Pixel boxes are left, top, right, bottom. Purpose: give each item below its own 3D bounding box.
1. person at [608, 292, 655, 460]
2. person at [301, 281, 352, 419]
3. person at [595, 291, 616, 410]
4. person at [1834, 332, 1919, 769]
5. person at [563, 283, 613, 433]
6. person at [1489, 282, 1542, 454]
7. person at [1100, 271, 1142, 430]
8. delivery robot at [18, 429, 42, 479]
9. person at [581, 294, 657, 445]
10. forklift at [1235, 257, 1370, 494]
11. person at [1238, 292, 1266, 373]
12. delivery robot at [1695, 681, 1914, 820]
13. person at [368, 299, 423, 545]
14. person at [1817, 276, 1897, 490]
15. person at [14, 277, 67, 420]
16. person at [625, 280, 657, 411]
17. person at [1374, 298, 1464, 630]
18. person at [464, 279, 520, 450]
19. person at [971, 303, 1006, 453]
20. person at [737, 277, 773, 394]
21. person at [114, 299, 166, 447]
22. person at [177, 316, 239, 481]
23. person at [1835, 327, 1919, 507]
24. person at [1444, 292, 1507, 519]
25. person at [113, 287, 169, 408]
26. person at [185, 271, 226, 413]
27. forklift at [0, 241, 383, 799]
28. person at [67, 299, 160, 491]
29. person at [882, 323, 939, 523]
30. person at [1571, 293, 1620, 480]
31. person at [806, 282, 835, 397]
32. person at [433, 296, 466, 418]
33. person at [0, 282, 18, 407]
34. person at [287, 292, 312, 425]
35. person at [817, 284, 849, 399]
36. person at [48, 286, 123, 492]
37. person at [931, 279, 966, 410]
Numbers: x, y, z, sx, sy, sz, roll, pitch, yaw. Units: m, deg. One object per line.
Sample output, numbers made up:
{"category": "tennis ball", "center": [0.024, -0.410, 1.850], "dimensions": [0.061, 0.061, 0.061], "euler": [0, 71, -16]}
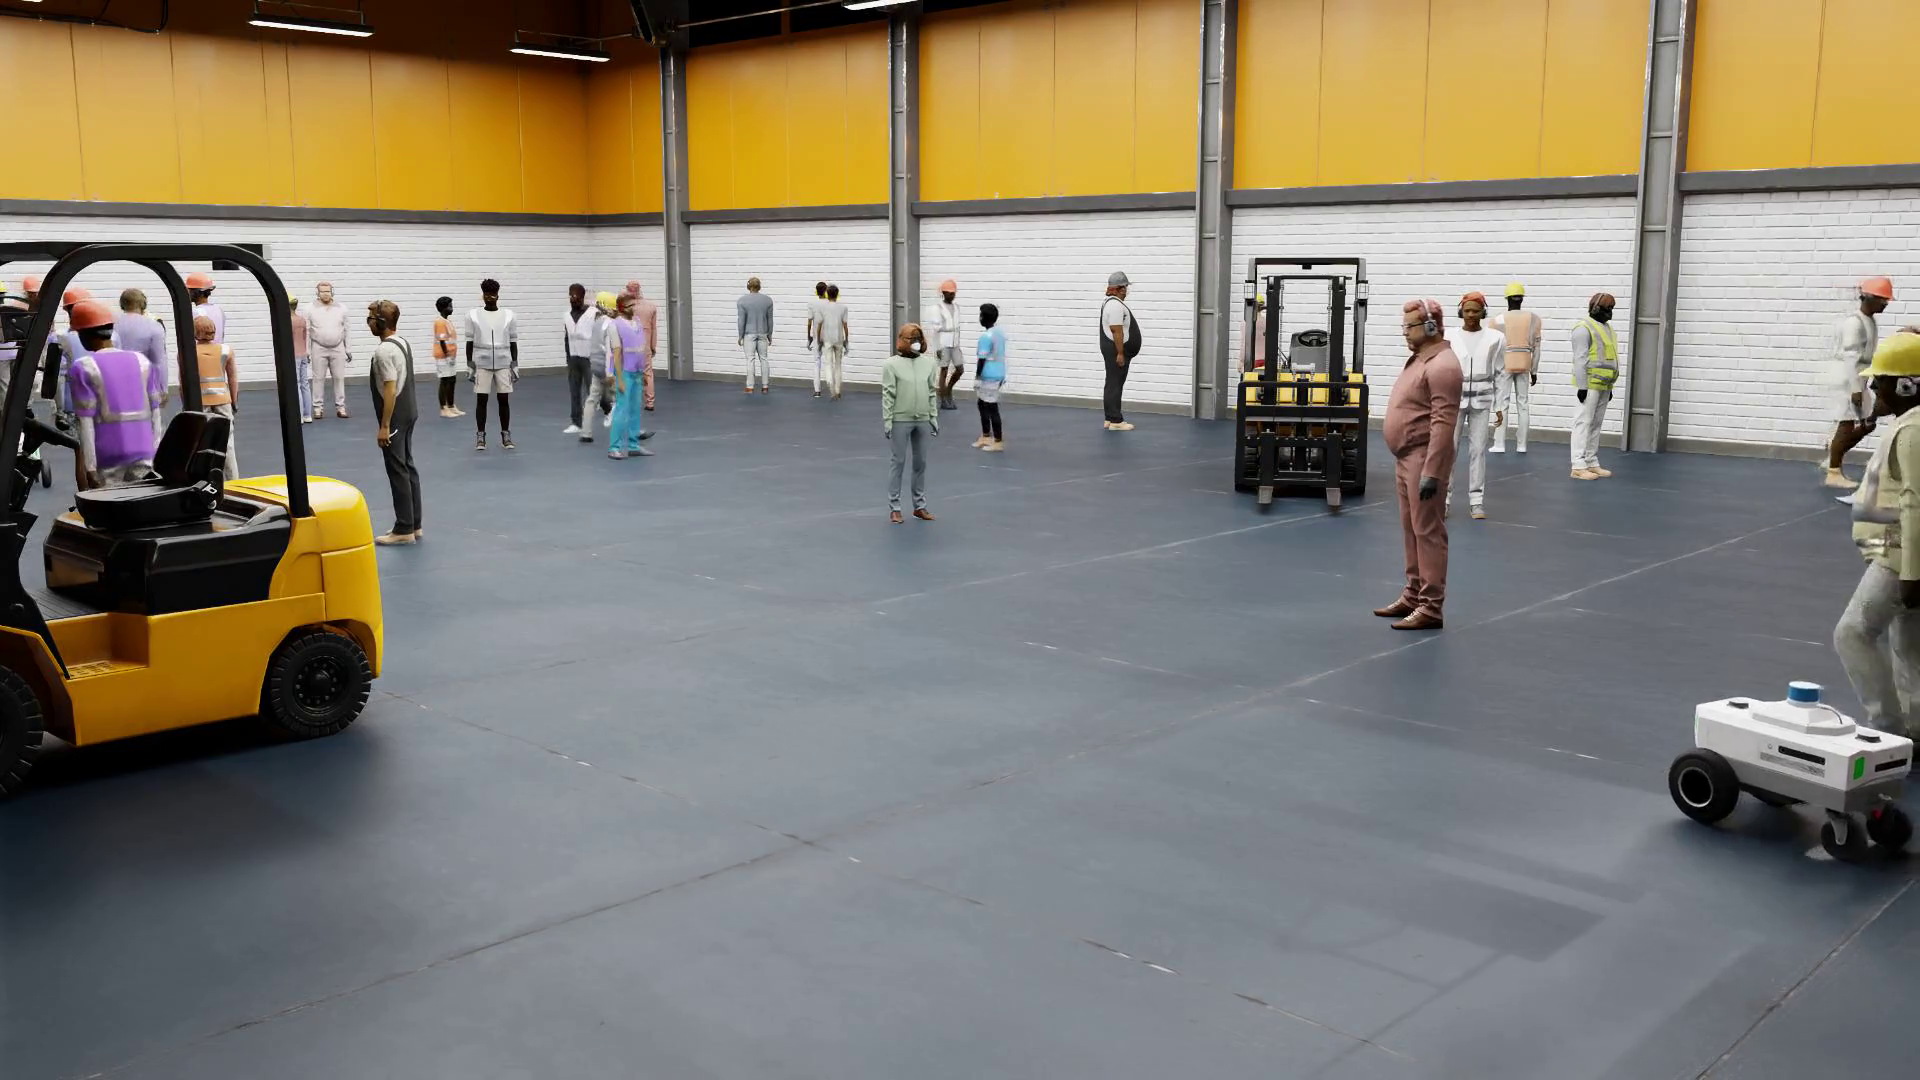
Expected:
{"category": "person", "center": [-3.652, -1.790, 18.187], "dimensions": [0.385, 1.817, 0.681], "euler": [3, 10, 19]}
{"category": "person", "center": [-8.745, -2.623, 23.011], "dimensions": [0.652, 1.904, 0.403], "euler": [-5, 11, -30]}
{"category": "person", "center": [-5.201, -2.764, 24.368], "dimensions": [0.487, 1.744, 0.313], "euler": [0, 9, -1]}
{"category": "person", "center": [3.856, 0.056, 6.861], "dimensions": [0.488, 1.811, 0.624], "euler": [7, 12, 36]}
{"category": "person", "center": [-4.756, -2.313, 21.142], "dimensions": [0.613, 1.895, 0.745], "euler": [4, 10, 25]}
{"category": "person", "center": [6.195, -1.923, 18.653], "dimensions": [0.587, 1.926, 0.366], "euler": [0, 9, 1]}
{"category": "person", "center": [2.078, -2.447, 21.513], "dimensions": [0.537, 2.000, 0.683], "euler": [-1, 9, -4]}
{"category": "delivery robot", "center": [-8.943, -0.821, 15.801], "dimensions": [0.477, 0.478, 0.707], "euler": [-5, 11, -29]}
{"category": "person", "center": [-4.096, -2.000, 19.596], "dimensions": [0.829, 1.770, 0.654], "euler": [-7, 11, -36]}
{"category": "forklift", "center": [3.309, -1.629, 16.029], "dimensions": [1.214, 2.155, 2.313], "euler": [2, 9, 11]}
{"category": "person", "center": [3.821, -2.307, 21.496], "dimensions": [0.523, 1.769, 0.313], "euler": [-5, 10, -27]}
{"category": "delivery robot", "center": [3.074, 0.763, 6.090], "dimensions": [0.477, 0.478, 0.707], "euler": [-5, 10, -28]}
{"category": "person", "center": [-4.256, -0.880, 12.505], "dimensions": [0.326, 1.843, 0.517], "euler": [0, 9, -1]}
{"category": "person", "center": [8.410, -1.459, 15.568], "dimensions": [0.616, 2.011, 0.505], "euler": [-8, 13, -42]}
{"category": "person", "center": [-12.609, -2.605, 22.711], "dimensions": [0.637, 1.963, 0.626], "euler": [4, 10, 25]}
{"category": "person", "center": [-4.722, -2.815, 24.194], "dimensions": [0.646, 1.904, 0.401], "euler": [-7, 12, -37]}
{"category": "person", "center": [2.648, -0.435, 9.610], "dimensions": [0.409, 1.904, 0.639], "euler": [0, 9, 0]}
{"category": "person", "center": [-5.366, -2.011, 19.095], "dimensions": [0.602, 1.958, 0.381], "euler": [-3, 10, -20]}
{"category": "person", "center": [0.257, -1.826, 18.780], "dimensions": [0.565, 1.677, 0.552], "euler": [3, 10, 20]}
{"category": "person", "center": [-3.407, -3.399, 27.667], "dimensions": [0.629, 1.940, 0.372], "euler": [-5, 10, -26]}
{"category": "person", "center": [-9.296, -1.898, 18.780], "dimensions": [0.622, 1.839, 0.429], "euler": [-1, 9, -8]}
{"category": "person", "center": [-6.937, -1.247, 15.384], "dimensions": [0.513, 1.641, 0.307], "euler": [-6, 11, -33]}
{"category": "person", "center": [8.080, -1.032, 14.238], "dimensions": [0.904, 1.581, 0.529], "euler": [3, 10, 17]}
{"category": "person", "center": [4.211, -1.111, 13.802], "dimensions": [0.583, 1.882, 0.337], "euler": [2, 9, 12]}
{"category": "person", "center": [-7.829, -1.424, 15.700], "dimensions": [0.682, 1.941, 0.633], "euler": [1, 9, 4]}
{"category": "person", "center": [-8.014, -1.821, 17.656], "dimensions": [0.366, 2.048, 0.610], "euler": [0, 9, 2]}
{"category": "forklift", "center": [-3.706, -0.171, 7.093], "dimensions": [1.214, 2.155, 2.313], "euler": [9, 13, 43]}
{"category": "person", "center": [-5.104, -0.519, 10.193], "dimensions": [0.707, 1.901, 0.564], "euler": [6, 11, 34]}
{"category": "person", "center": [-0.403, -0.958, 13.631], "dimensions": [0.507, 1.632, 0.274], "euler": [-5, 11, -30]}
{"category": "person", "center": [6.287, -1.519, 16.458], "dimensions": [0.622, 1.838, 0.429], "euler": [-9, 13, -43]}
{"category": "person", "center": [-2.219, -3.235, 26.887], "dimensions": [0.535, 1.865, 0.310], "euler": [-1, 9, -4]}
{"category": "person", "center": [-7.139, -2.541, 23.156], "dimensions": [0.344, 1.699, 0.539], "euler": [0, 9, -2]}
{"category": "person", "center": [-12.276, -2.362, 21.351], "dimensions": [0.386, 1.922, 0.594], "euler": [3, 10, 15]}
{"category": "person", "center": [-8.864, -2.403, 22.110], "dimensions": [0.323, 1.761, 0.523], "euler": [1, 9, 8]}
{"category": "person", "center": [-2.009, -3.131, 26.318], "dimensions": [0.503, 1.850, 0.649], "euler": [-1, 9, -6]}
{"category": "person", "center": [-7.123, -1.101, 13.597], "dimensions": [0.543, 1.933, 0.364], "euler": [-8, 12, -41]}
{"category": "person", "center": [-0.169, -2.866, 24.434], "dimensions": [0.548, 1.924, 0.407], "euler": [-8, 12, -41]}
